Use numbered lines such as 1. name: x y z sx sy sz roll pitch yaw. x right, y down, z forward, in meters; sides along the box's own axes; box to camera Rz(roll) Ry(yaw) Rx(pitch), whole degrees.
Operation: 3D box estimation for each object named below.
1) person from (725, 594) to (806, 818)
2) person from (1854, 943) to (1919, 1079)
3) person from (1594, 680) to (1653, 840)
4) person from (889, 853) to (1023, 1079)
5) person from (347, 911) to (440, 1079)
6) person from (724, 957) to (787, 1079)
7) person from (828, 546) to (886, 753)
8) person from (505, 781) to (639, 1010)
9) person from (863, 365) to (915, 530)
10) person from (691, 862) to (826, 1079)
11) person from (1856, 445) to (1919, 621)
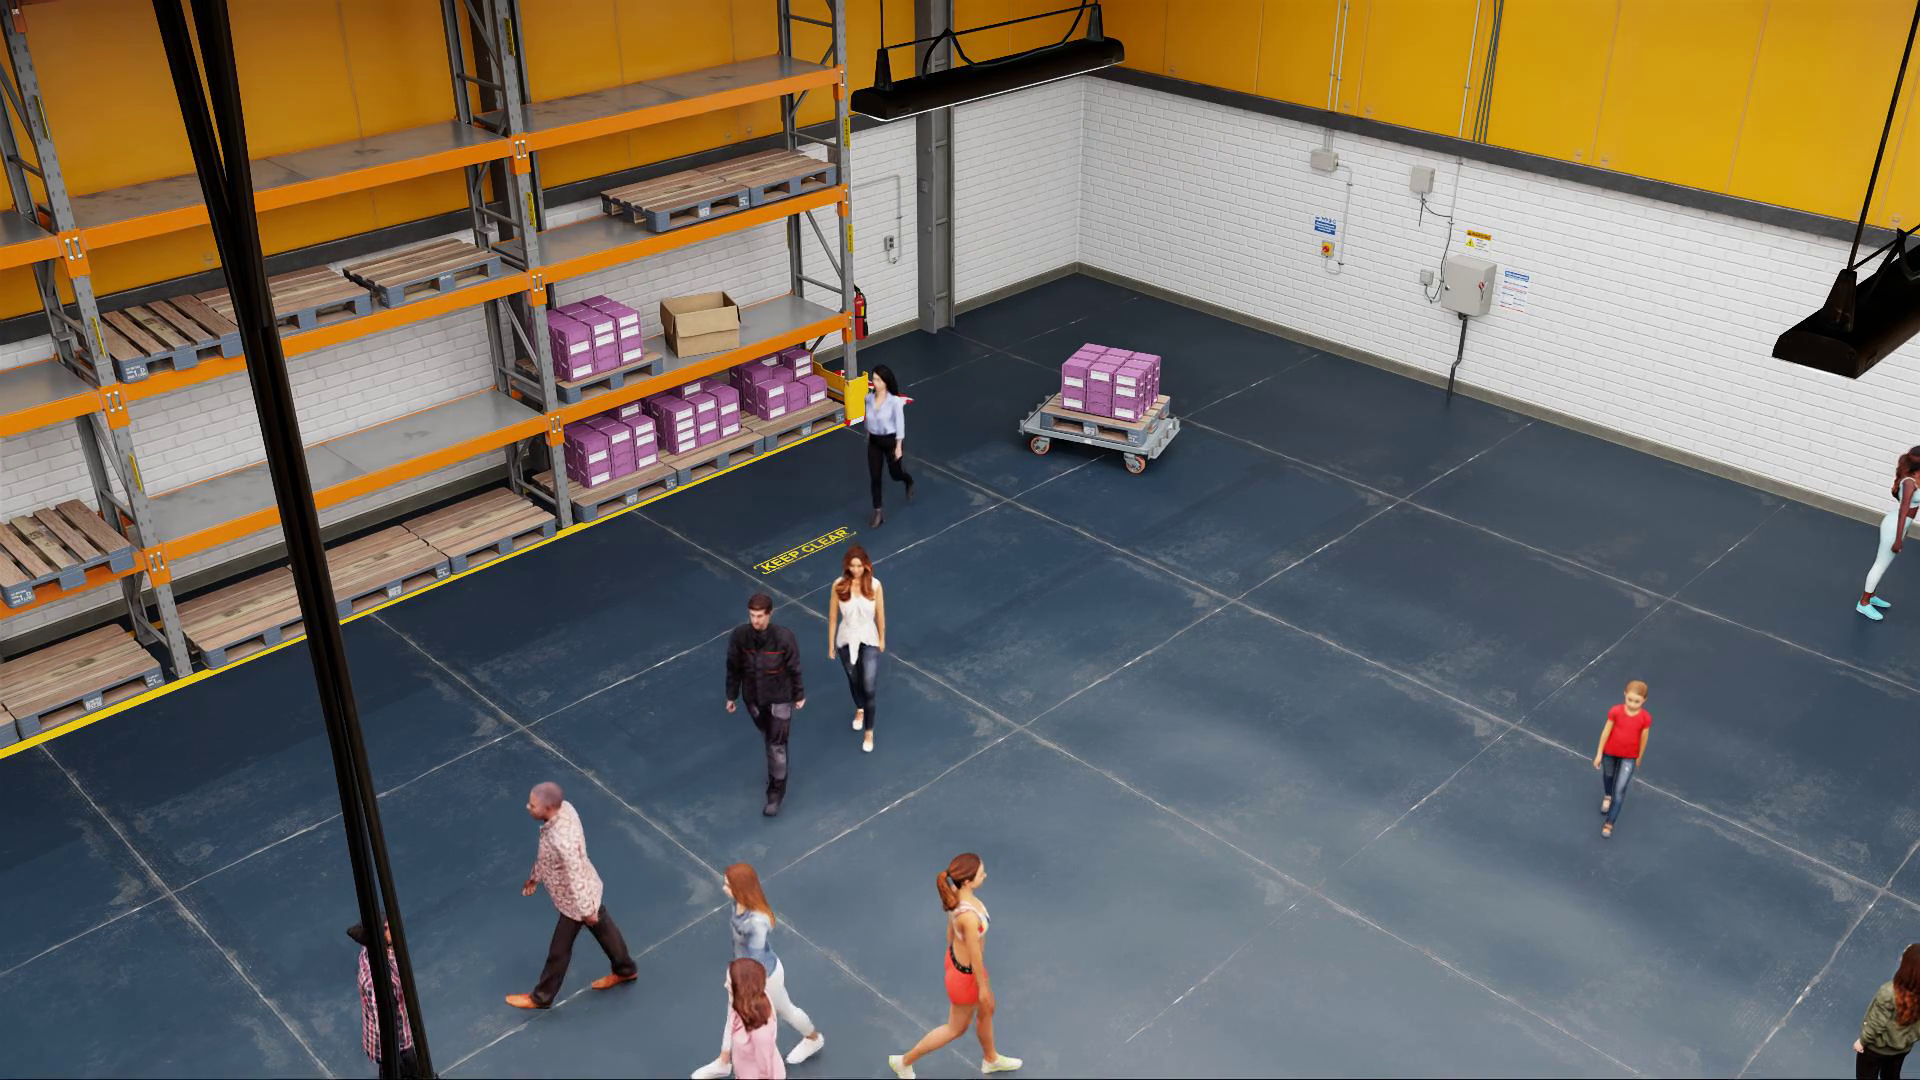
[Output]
1. person: -1.464 1.177 13.045 1.000 1.811 1.128 9 30 16
2. person: 5.609 3.012 10.031 0.607 1.476 0.716 -7 29 -13
3. person: 5.086 1.608 12.810 0.630 1.280 0.924 15 32 25
4. person: -0.048 2.706 10.291 1.157 1.765 0.988 -5 29 -10
5. person: -3.437 2.949 9.859 0.824 1.751 0.843 -13 31 -22
6. person: -1.076 3.098 9.550 0.787 1.787 0.756 -9 30 -15
7. person: -0.837 0.807 13.773 0.897 1.765 0.987 3 29 5
8. person: -2.445 2.320 11.002 1.216 1.762 1.045 -6 29 -11
9. person: -0.721 -0.999 17.122 0.845 1.727 1.077 14 32 24
10. person: -1.168 2.693 10.426 1.165 1.658 0.802 -16 32 -27
11. person: 8.719 -0.098 15.473 0.664 1.725 0.513 19 34 31
